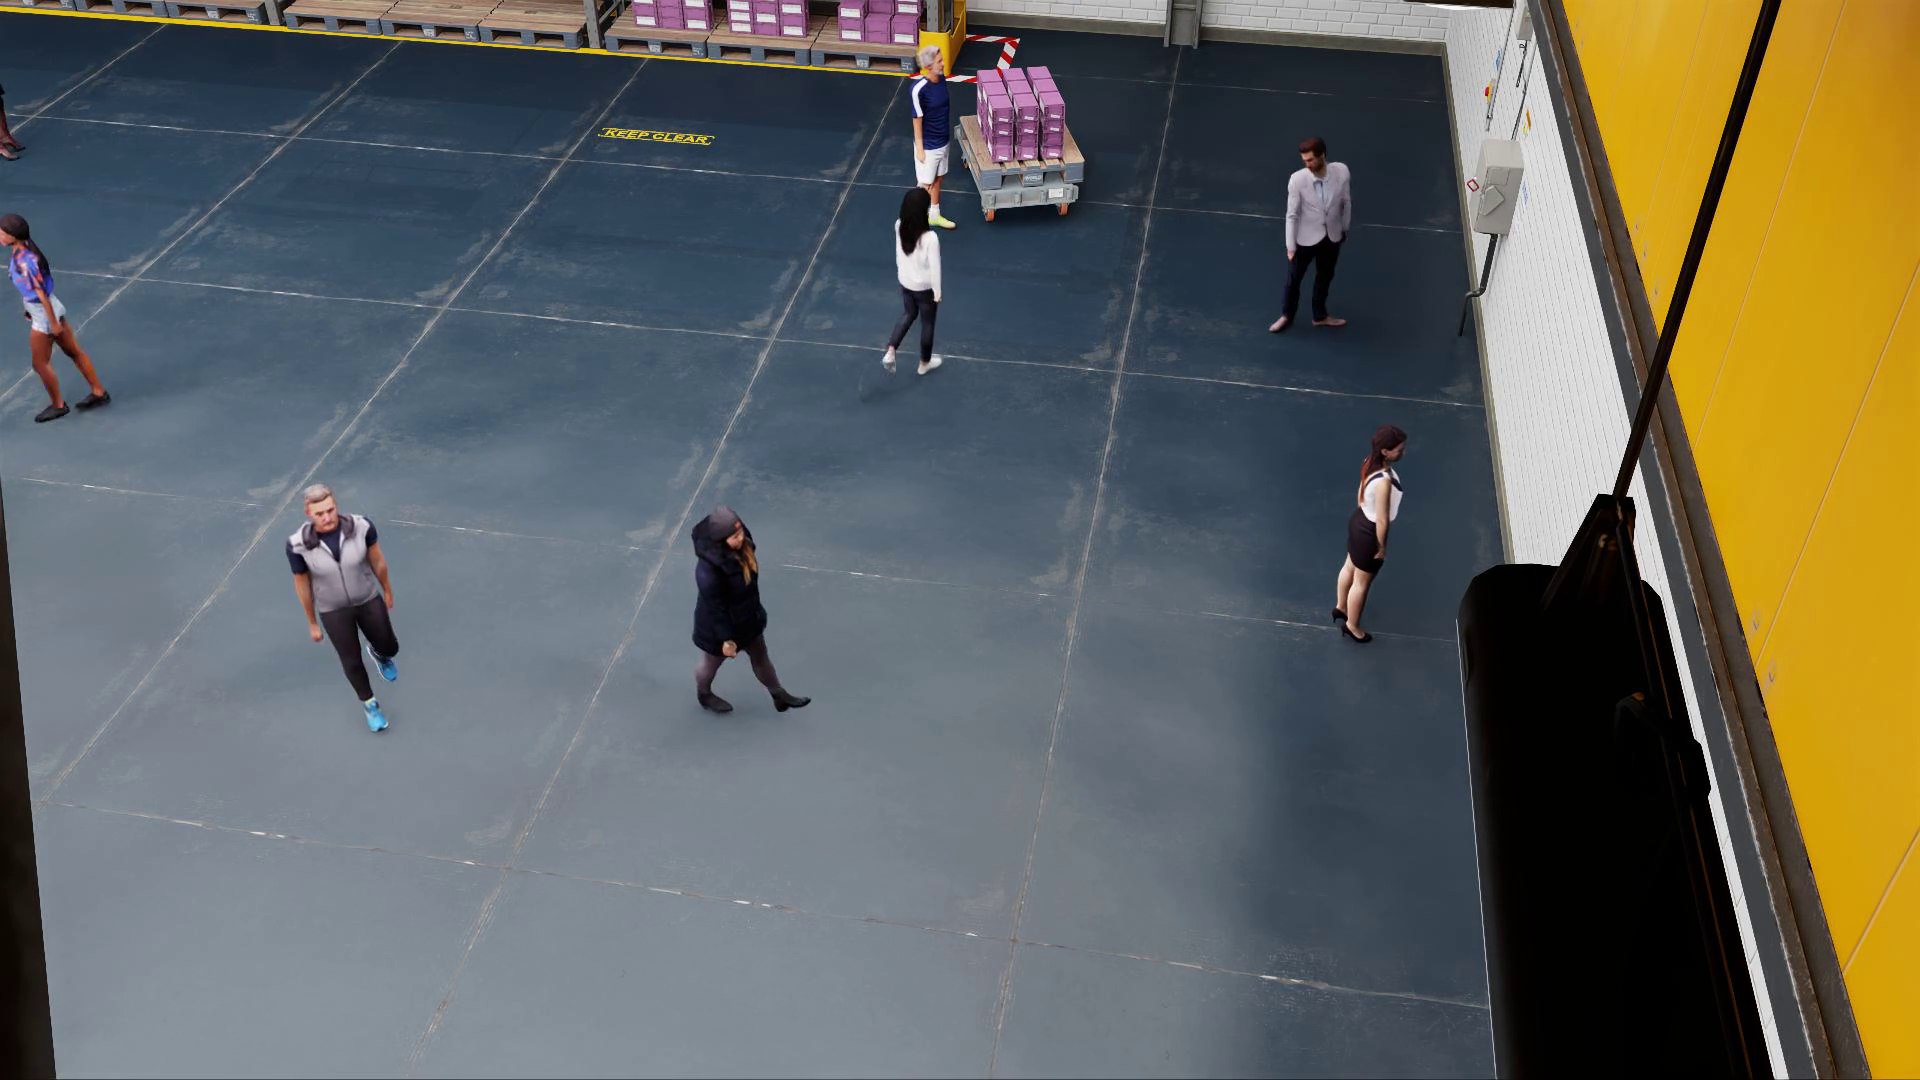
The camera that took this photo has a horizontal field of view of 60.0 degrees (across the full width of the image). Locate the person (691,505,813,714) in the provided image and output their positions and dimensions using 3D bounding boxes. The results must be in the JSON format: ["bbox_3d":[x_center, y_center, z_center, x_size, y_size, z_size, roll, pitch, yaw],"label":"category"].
[{"bbox_3d":[-1.512,0.452,10.278,1.033,1.642,0.776,12,40,15],"label":"person"}]

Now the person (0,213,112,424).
[{"bbox_3d":[-7.034,-1.767,12.992,0.926,1.724,0.851,-20,43,-23],"label":"person"}]

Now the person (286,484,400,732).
[{"bbox_3d":[-3.800,0.354,10.261,0.934,1.817,0.990,-20,43,-23],"label":"person"}]

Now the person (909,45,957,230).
[{"bbox_3d":[-0.262,-3.668,15.281,0.690,1.838,0.712,22,44,25],"label":"person"}]

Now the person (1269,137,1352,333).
[{"bbox_3d":[3.038,-2.559,13.915,0.668,1.809,0.974,-14,41,-17],"label":"person"}]

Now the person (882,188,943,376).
[{"bbox_3d":[-0.399,-2.025,13.349,0.883,1.681,0.897,28,46,30],"label":"person"}]

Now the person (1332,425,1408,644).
[{"bbox_3d":[2.674,-0.045,10.895,0.586,1.649,0.604,-3,39,-4],"label":"person"}]
